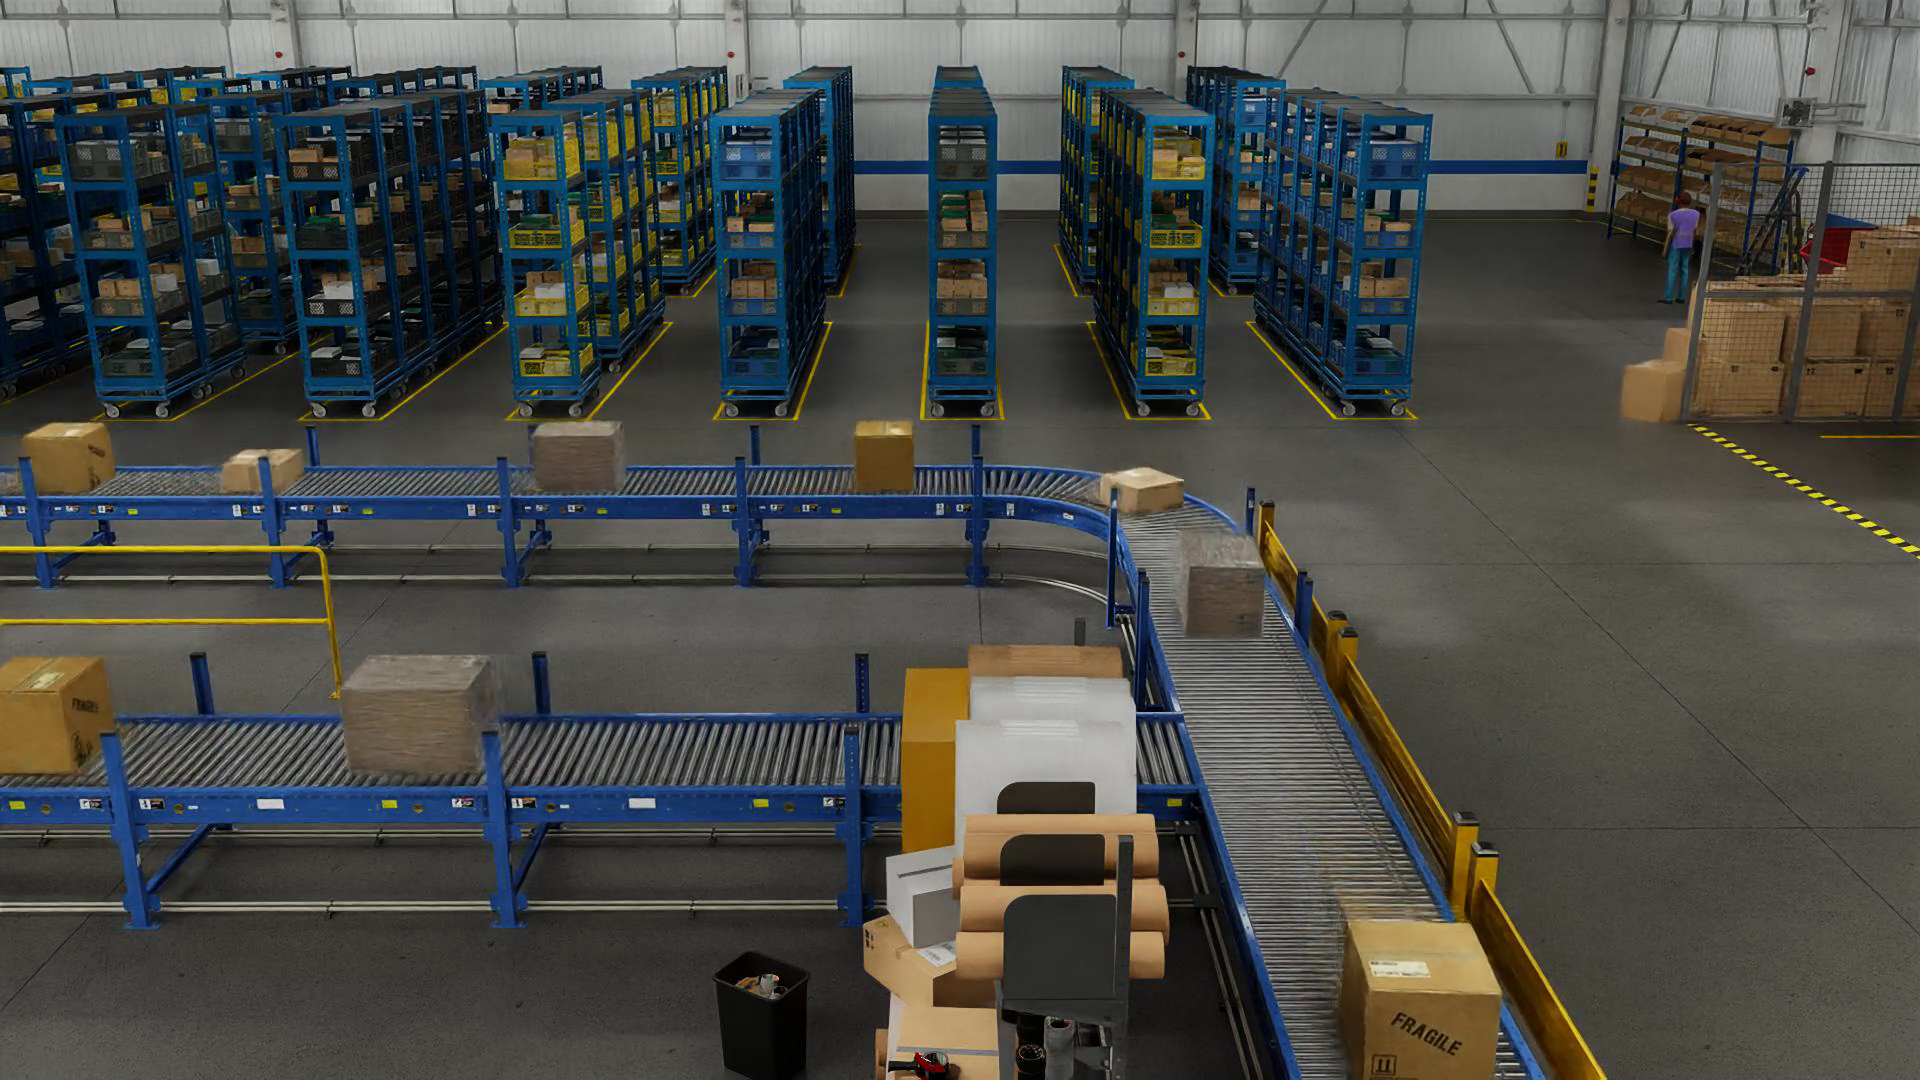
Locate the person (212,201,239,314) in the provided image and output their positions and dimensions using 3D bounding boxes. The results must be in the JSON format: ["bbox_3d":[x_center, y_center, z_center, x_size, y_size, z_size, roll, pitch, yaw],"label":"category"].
[{"bbox_3d":[-11.744,-4.553,26.704,0.403,1.830,0.595,-14,23,-36],"label":"person"}]

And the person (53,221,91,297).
[{"bbox_3d":[-13.903,-4.435,26.161,0.409,1.949,0.611,10,20,28],"label":"person"}]

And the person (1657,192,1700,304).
[{"bbox_3d":[11.891,-4.818,27.490,0.564,1.848,0.388,-4,18,-12],"label":"person"}]
